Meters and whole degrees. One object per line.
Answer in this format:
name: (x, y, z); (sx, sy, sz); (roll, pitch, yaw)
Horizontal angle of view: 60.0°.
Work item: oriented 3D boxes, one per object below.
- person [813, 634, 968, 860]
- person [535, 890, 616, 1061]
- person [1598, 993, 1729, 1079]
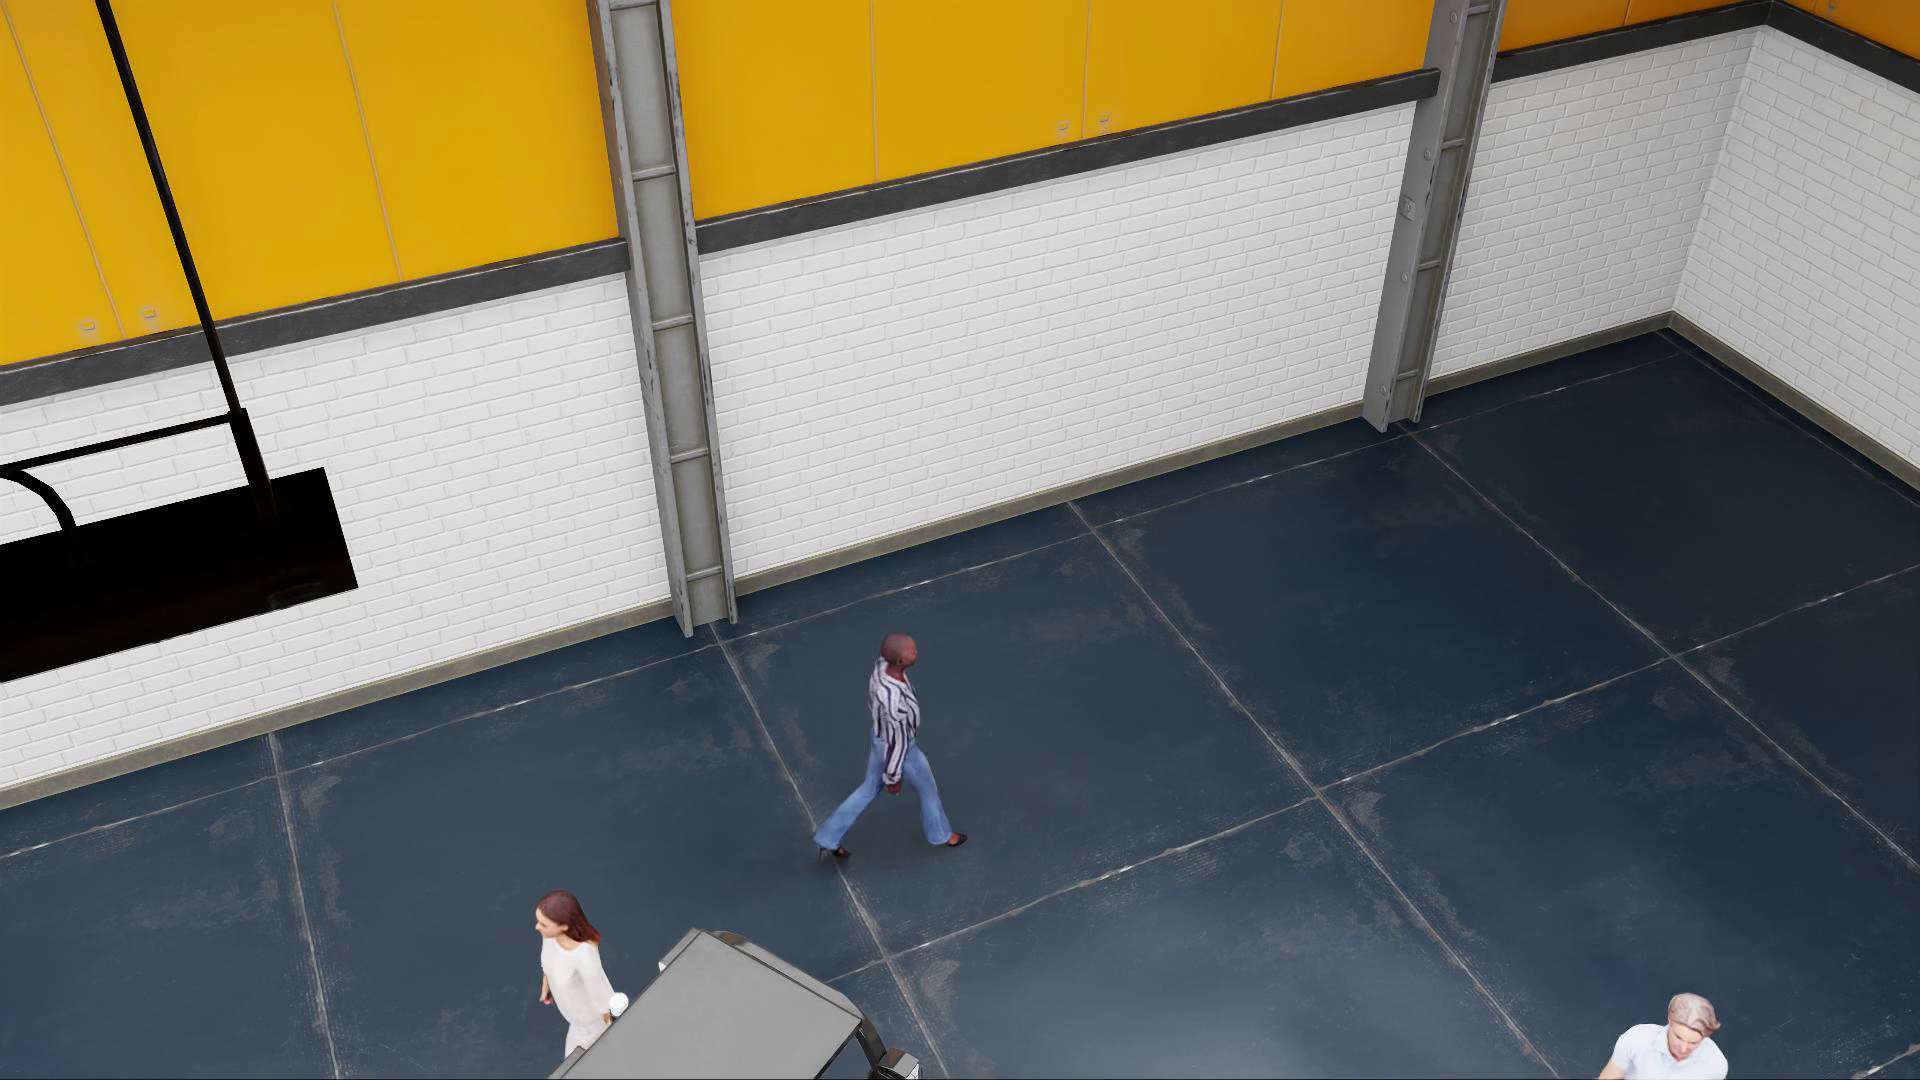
person: (-0.481, 1.265, 9.678); (1.194, 1.747, 0.744); (-11, 40, -14)
person: (-1.834, 2.313, 8.446); (1.116, 1.647, 0.774); (-25, 45, -28)
person: (3.240, 2.676, 7.858); (0.997, 1.815, 1.049); (13, 40, 15)
